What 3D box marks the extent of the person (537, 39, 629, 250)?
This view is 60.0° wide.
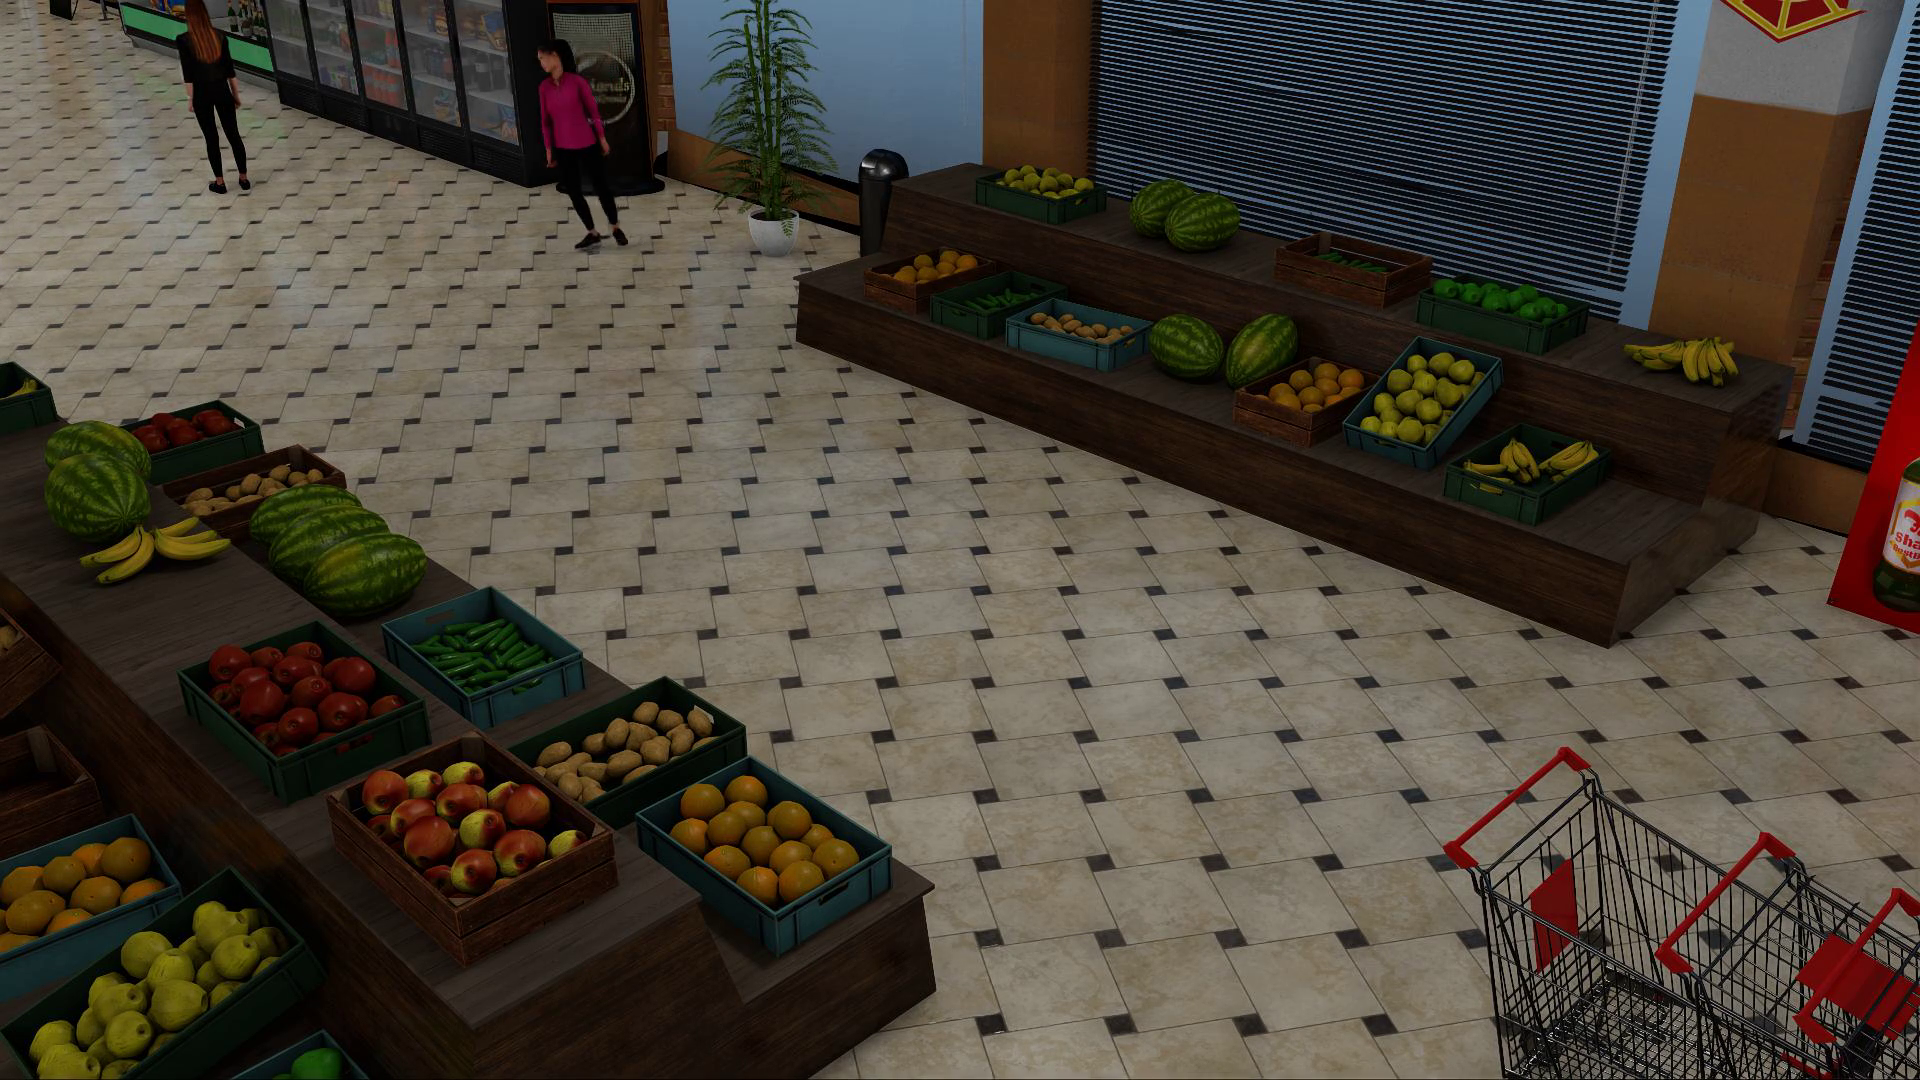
[{"bbox_3d":[-3.017,-3.116,13.261,0.807,1.652,0.904,-2,27,-4],"label":"person"}]

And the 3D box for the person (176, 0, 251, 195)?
[{"bbox_3d":[-6.704,-3.989,14.916,0.628,1.712,0.547,-20,33,-34],"label":"person"}]
